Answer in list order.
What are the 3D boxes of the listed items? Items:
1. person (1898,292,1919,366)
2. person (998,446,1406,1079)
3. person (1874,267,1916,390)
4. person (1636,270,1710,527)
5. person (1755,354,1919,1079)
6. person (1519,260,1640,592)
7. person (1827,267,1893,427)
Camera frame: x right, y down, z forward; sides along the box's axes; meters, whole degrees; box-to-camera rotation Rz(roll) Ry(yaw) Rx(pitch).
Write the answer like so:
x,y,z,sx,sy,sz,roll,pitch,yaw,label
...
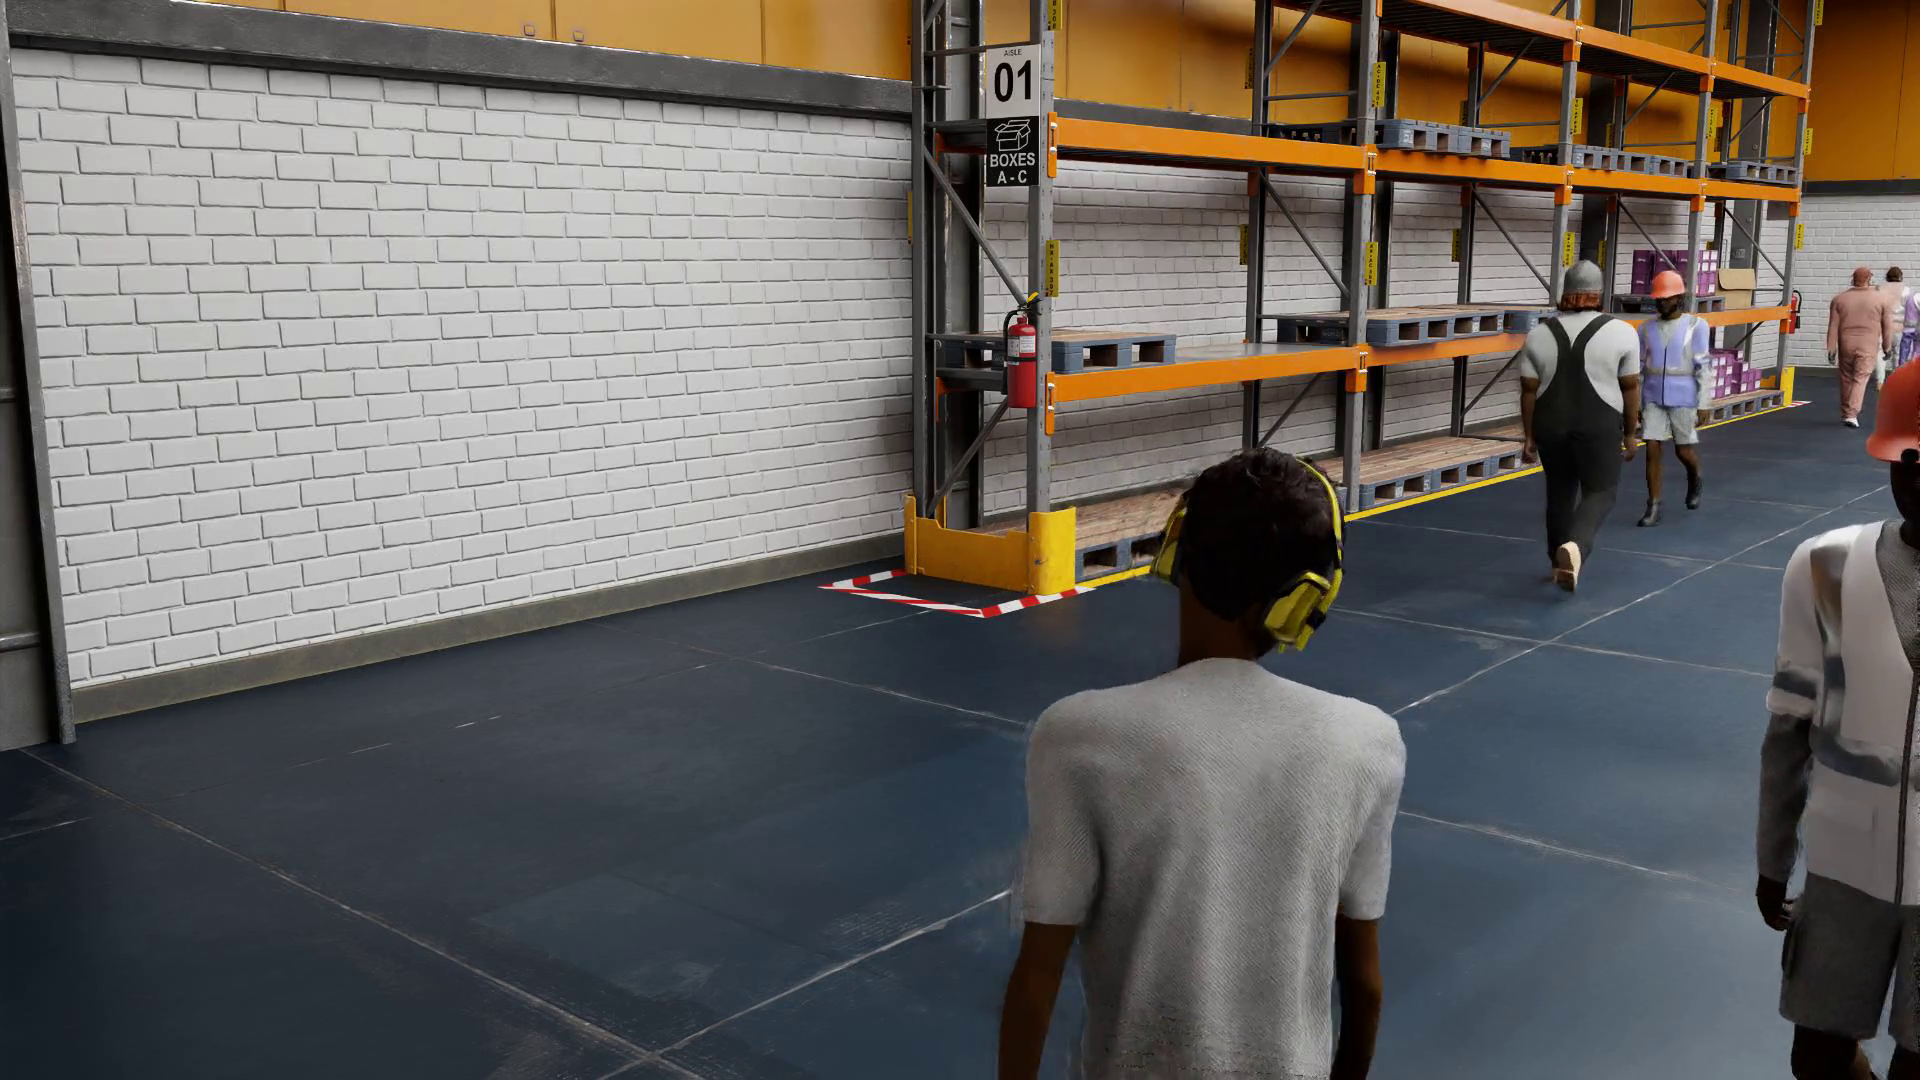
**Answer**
x,y,z,sx,sy,sz,roll,pitch,yaw,label
9.077,-1.634,15.430,0.635,2.024,0.587,5,11,26,person
0.240,0.806,2.096,0.678,1.827,0.450,-3,10,-16,person
13.722,-3.114,24.508,0.633,1.788,0.978,7,12,35,person
5.374,-1.062,12.513,0.583,1.911,0.739,9,13,41,person
1.795,0.588,3.112,0.547,1.915,0.668,9,13,41,person
3.719,-0.696,10.043,0.687,2.000,0.825,8,13,37,person
10.508,-2.251,19.448,0.642,1.858,1.011,9,13,41,person
